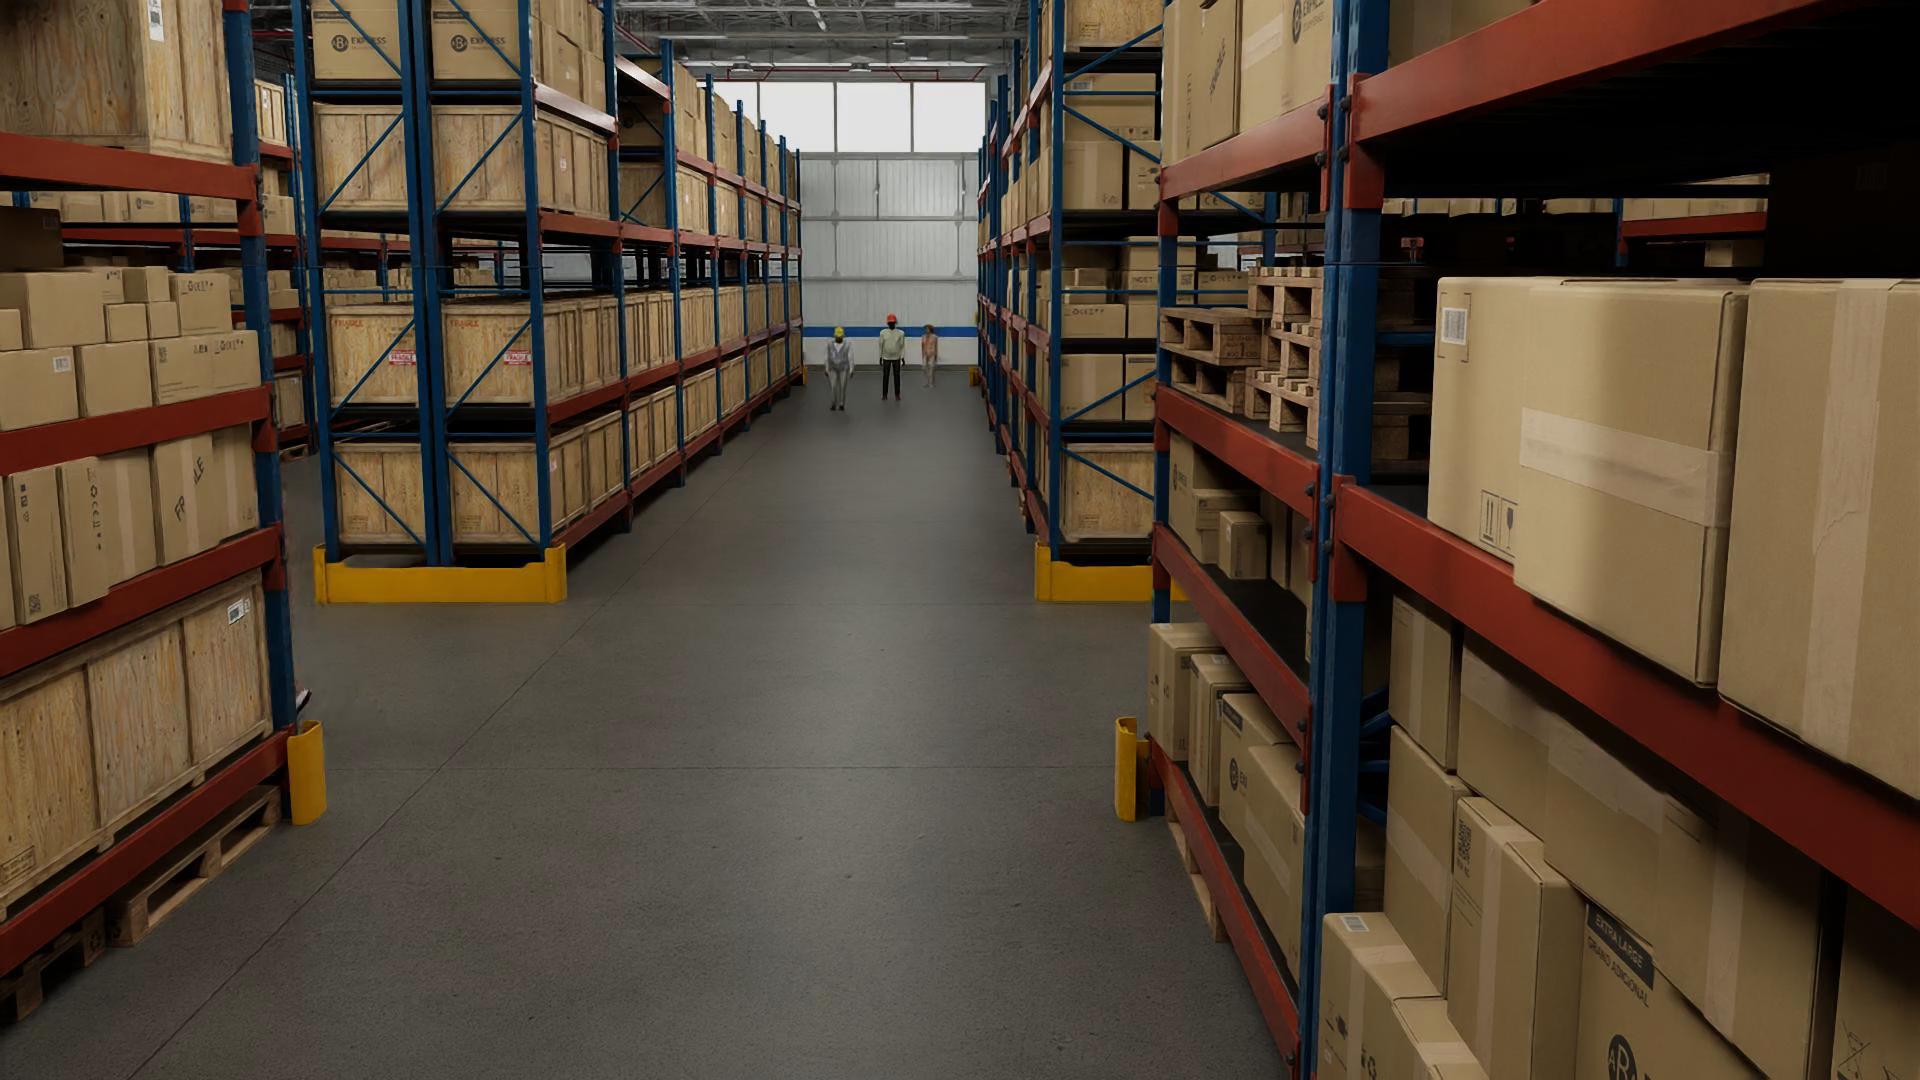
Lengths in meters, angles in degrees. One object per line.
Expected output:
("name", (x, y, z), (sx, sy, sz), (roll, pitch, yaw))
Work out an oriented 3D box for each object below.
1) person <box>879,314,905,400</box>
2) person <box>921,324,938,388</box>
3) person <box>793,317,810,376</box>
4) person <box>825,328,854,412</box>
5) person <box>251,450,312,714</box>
("person", (-1.575, -4.220, 38.436), (0.608, 1.996, 0.381), (0, 9, 0))
("person", (-0.779, -4.697, 42.500), (0.532, 1.624, 0.373), (6, 11, 32))
("person", (-4.466, -5.484, 46.963), (0.593, 1.732, 0.588), (-4, 10, -22))
("person", (-2.568, -3.613, 35.354), (0.624, 1.778, 0.932), (0, 9, 1))
("person", (-4.543, 0.342, 10.782), (0.544, 1.891, 0.654), (-1, 9, -4))
